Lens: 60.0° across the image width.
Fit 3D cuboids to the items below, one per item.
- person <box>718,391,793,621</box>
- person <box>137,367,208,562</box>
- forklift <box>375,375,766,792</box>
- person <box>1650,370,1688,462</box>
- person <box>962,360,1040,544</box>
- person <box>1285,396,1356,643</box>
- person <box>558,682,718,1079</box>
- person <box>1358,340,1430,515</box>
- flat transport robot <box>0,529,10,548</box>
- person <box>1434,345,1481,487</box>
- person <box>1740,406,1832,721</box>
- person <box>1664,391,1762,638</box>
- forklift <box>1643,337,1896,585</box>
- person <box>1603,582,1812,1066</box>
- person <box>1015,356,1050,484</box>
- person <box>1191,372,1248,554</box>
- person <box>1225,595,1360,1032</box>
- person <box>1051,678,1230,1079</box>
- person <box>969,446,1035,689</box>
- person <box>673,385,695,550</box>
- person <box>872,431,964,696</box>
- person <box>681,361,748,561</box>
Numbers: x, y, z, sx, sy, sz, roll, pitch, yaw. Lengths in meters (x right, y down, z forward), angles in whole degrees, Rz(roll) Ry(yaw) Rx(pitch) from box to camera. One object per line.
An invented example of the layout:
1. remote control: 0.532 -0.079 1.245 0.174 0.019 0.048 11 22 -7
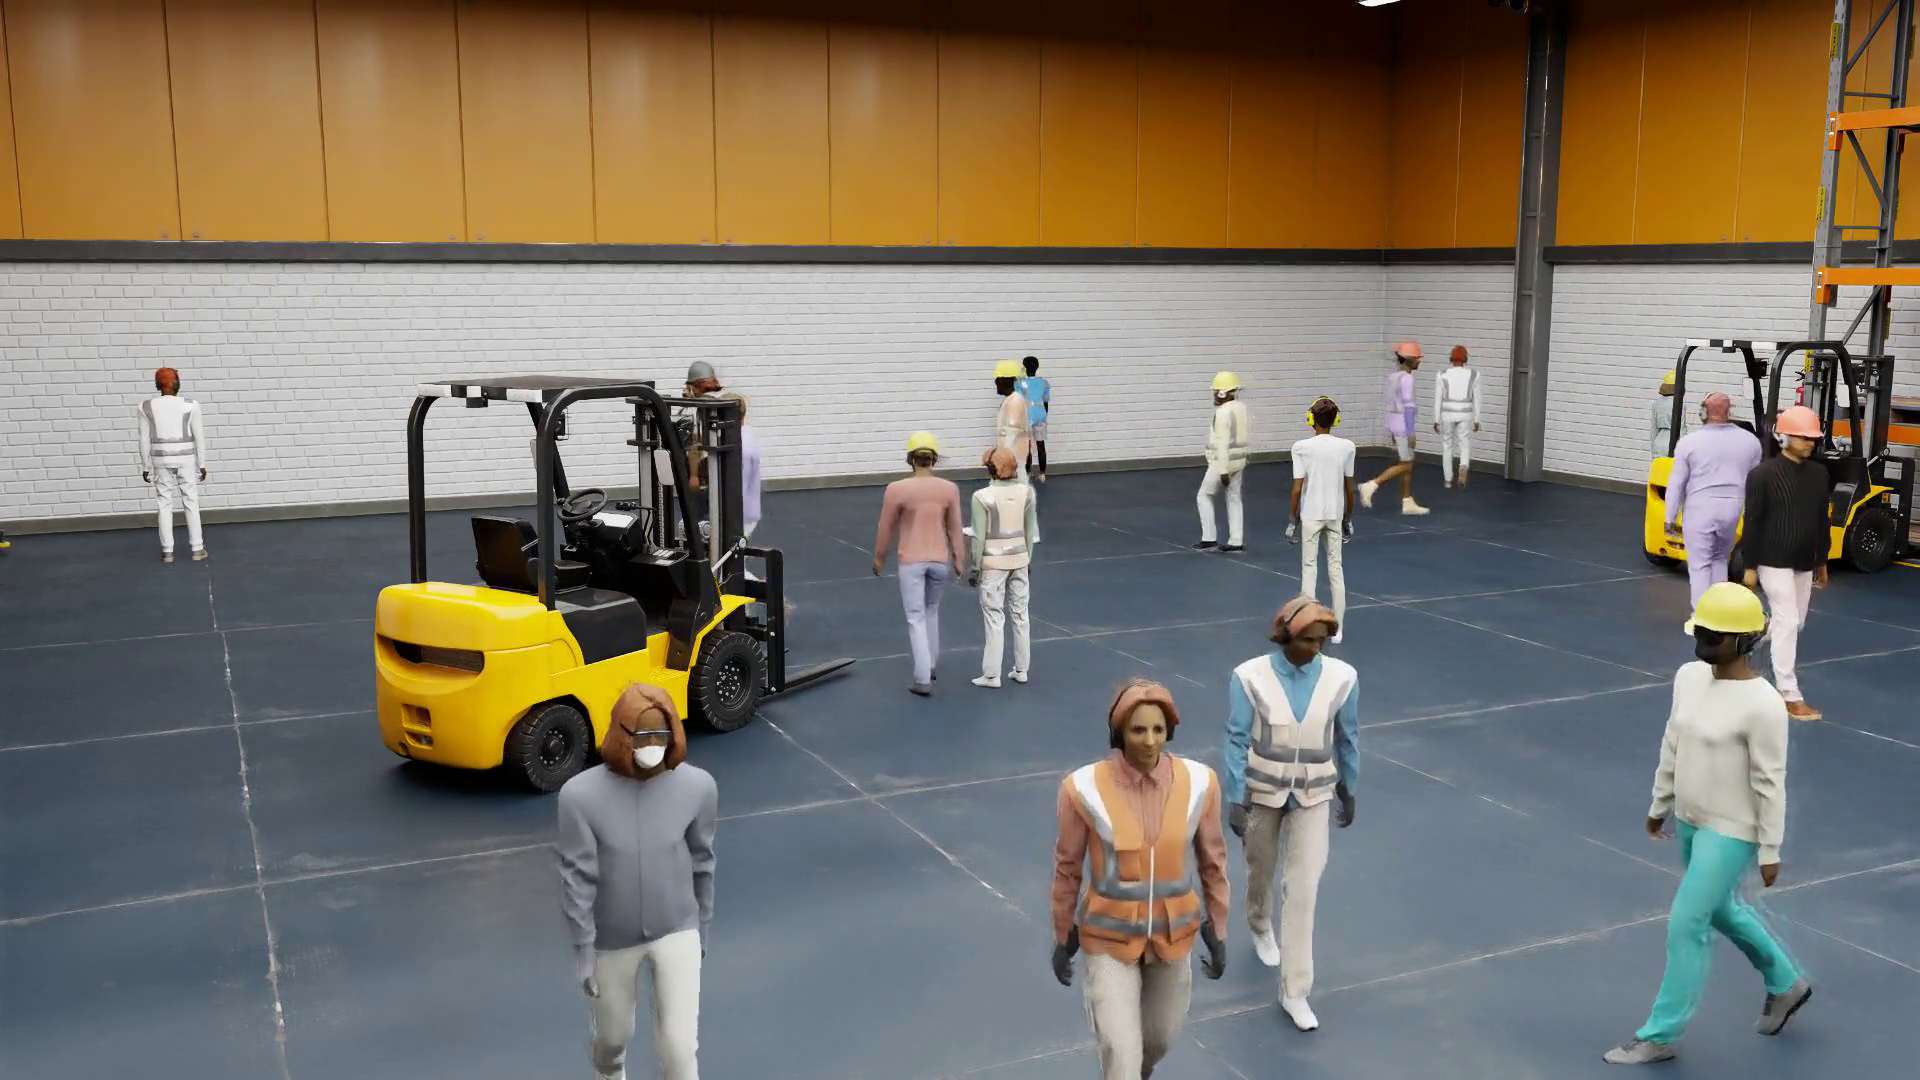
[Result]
1. person: -1.623 -0.148 12.373 0.594 1.922 0.648 -2 9 -12
2. person: -7.600 -0.725 16.077 0.576 1.881 0.352 -3 10 -19
3. forklift: -2.268 0.149 9.685 1.214 2.155 2.313 6 11 32
4. person: 7.692 -0.970 18.024 0.297 1.744 0.487 -3 10 -19
5. person: 0.398 -0.878 16.991 0.926 1.884 0.612 -1 9 -7
6. person: 2.708 -0.146 12.518 0.520 1.873 0.328 -1 9 -6
7. person: -0.979 1.185 5.102 0.480 1.594 0.791 -3 10 -17
8. person: 5.012 -1.277 19.066 0.771 2.026 0.625 1 9 5
9. flat transport robot: -10.309 -0.010 16.621 1.431 0.197 0.652 3 10 20
10. person: 6.385 -1.567 21.371 0.581 1.868 0.698 2 9 12
11. person: 5.218 0.113 10.619 0.625 1.967 0.850 -3 10 -20
12. person: 5.714 -0.190 12.712 0.678 1.889 0.464 0 9 -2
13. forklift: 7.551 -0.789 15.507 2.313 2.155 1.214 -4 10 -25
14. person: 2.726 0.991 5.894 0.845 1.739 0.528 -2 9 -9
15. person: 0.946 -1.578 21.952 0.533 1.693 0.319 -5 11 -30
16. person: 2.571 -0.762 16.530 0.629 1.811 0.599 7 11 35
17. person: 1.272 0.975 6.417 0.530 1.589 0.855 0 9 3
18. person: 0.528 1.186 5.057 0.533 1.618 0.748 -2 9 -11
19. person: 0.287 0.186 11.181 0.511 1.637 0.307 -6 11 -34
20. person: -2.452 -0.620 15.667 0.595 1.801 0.774 7 11 36
21. person: -0.286 0.143 11.136 0.547 1.740 0.702 -4 10 -25
22. person: -2.209 -0.646 15.090 0.720 2.000 0.731 4 10 21
